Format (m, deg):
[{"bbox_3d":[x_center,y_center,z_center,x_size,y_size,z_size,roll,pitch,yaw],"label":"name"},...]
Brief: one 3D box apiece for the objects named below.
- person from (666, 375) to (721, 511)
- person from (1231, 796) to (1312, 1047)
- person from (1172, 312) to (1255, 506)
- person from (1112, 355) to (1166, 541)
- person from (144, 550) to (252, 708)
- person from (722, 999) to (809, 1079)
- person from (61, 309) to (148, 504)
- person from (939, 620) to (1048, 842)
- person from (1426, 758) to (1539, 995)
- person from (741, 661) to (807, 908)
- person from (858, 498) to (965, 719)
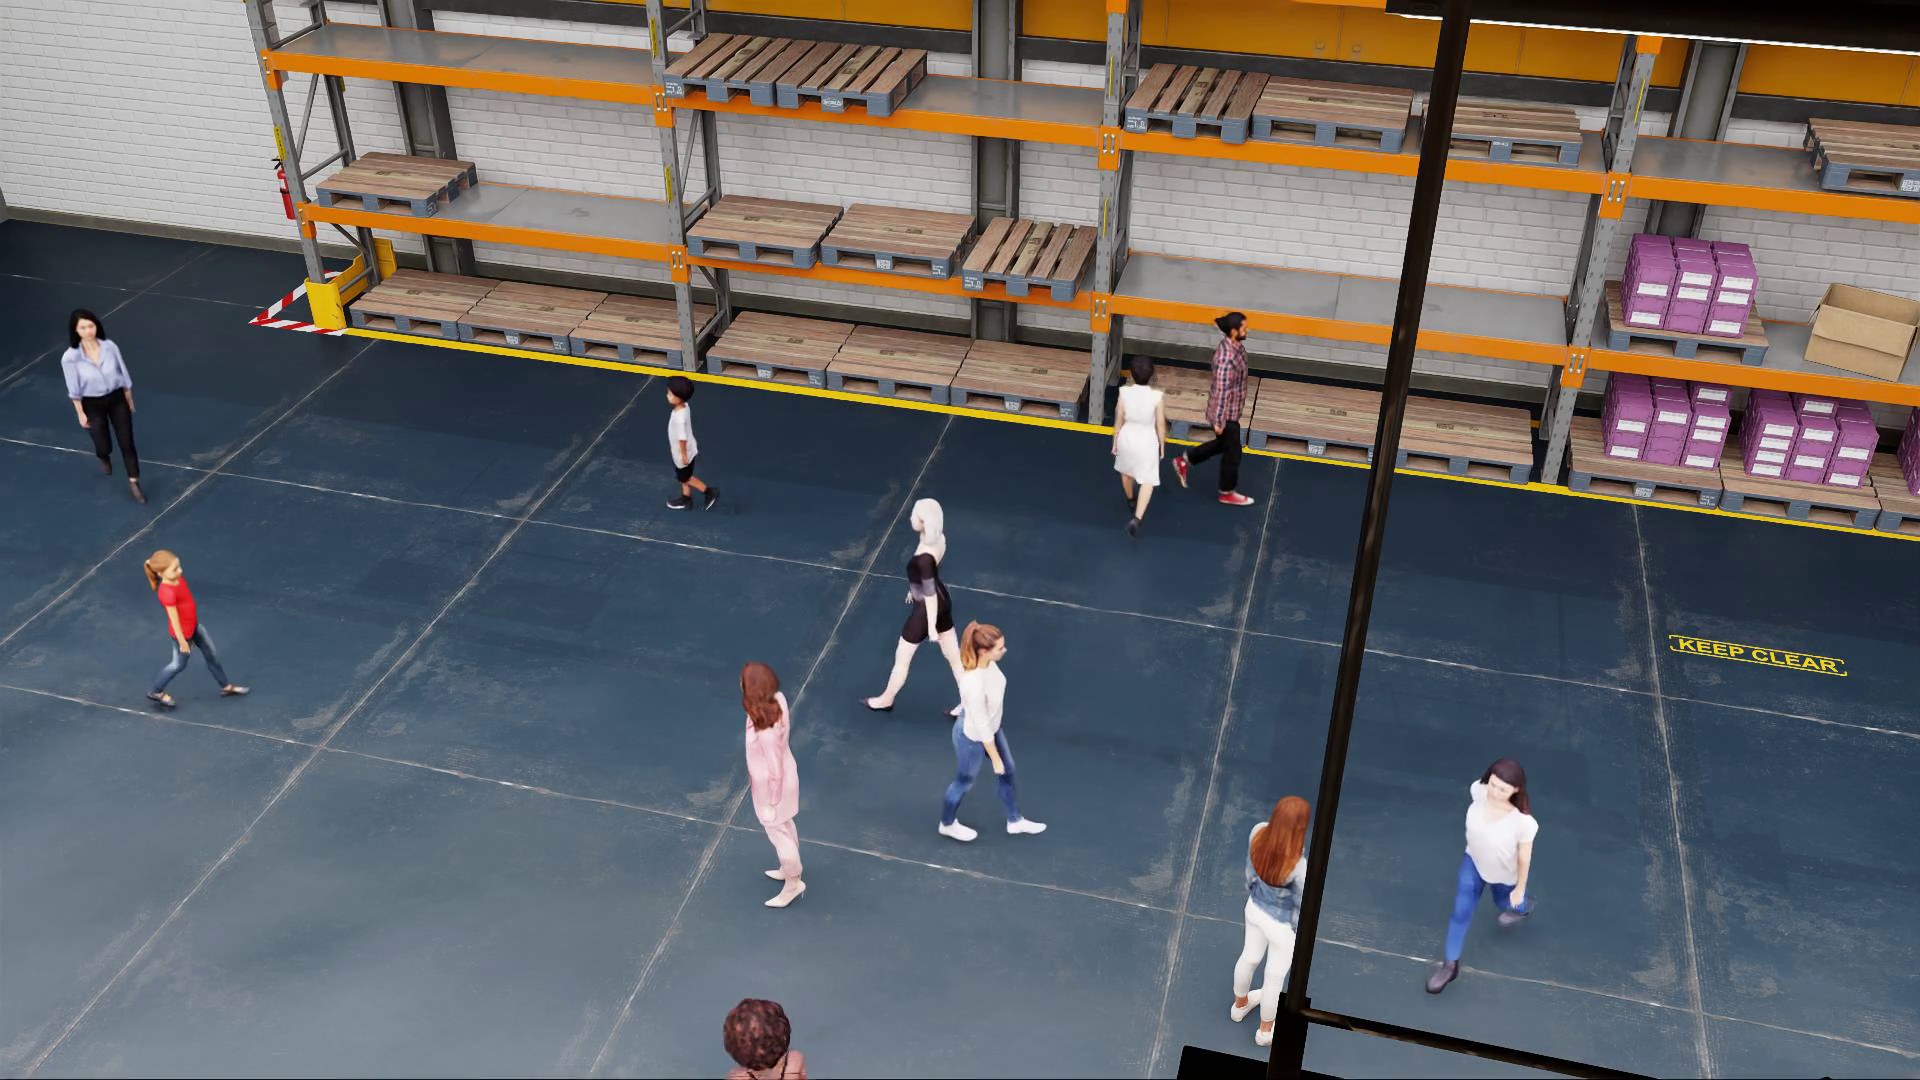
[{"bbox_3d":[-2.226,-0.785,13.723,0.739,1.251,0.581,1,34,1],"label":"person"},{"bbox_3d":[1.696,2.055,9.044,0.744,1.701,0.674,-19,38,-27],"label":"person"},{"bbox_3d":[2.125,-1.075,13.719,0.954,1.739,0.713,7,34,11],"label":"person"},{"bbox_3d":[1.427,-0.729,13.388,0.889,1.529,0.640,9,35,13],"label":"person"},{"bbox_3d":[-5.466,0.634,11.554,0.953,1.290,0.710,-4,34,-6],"label":"person"},{"bbox_3d":[-0.845,2.855,7.772,0.730,1.778,0.783,-7,34,-10],"label":"person"},{"bbox_3d":[-7.120,-1.124,13.799,0.886,1.733,0.982,-28,43,-36],"label":"person"},{"bbox_3d":[0.020,1.212,10.316,0.897,1.698,0.619,10,35,14],"label":"person"},{"bbox_3d":[3.078,1.827,9.453,1.108,1.628,1.169,-24,41,-32],"label":"person"},{"bbox_3d":[-1.094,1.446,9.870,0.633,1.800,0.681,-2,34,-3],"label":"person"},{"bbox_3d":[-0.101,0.519,11.273,1.032,1.792,0.590,9,35,13],"label":"person"}]
